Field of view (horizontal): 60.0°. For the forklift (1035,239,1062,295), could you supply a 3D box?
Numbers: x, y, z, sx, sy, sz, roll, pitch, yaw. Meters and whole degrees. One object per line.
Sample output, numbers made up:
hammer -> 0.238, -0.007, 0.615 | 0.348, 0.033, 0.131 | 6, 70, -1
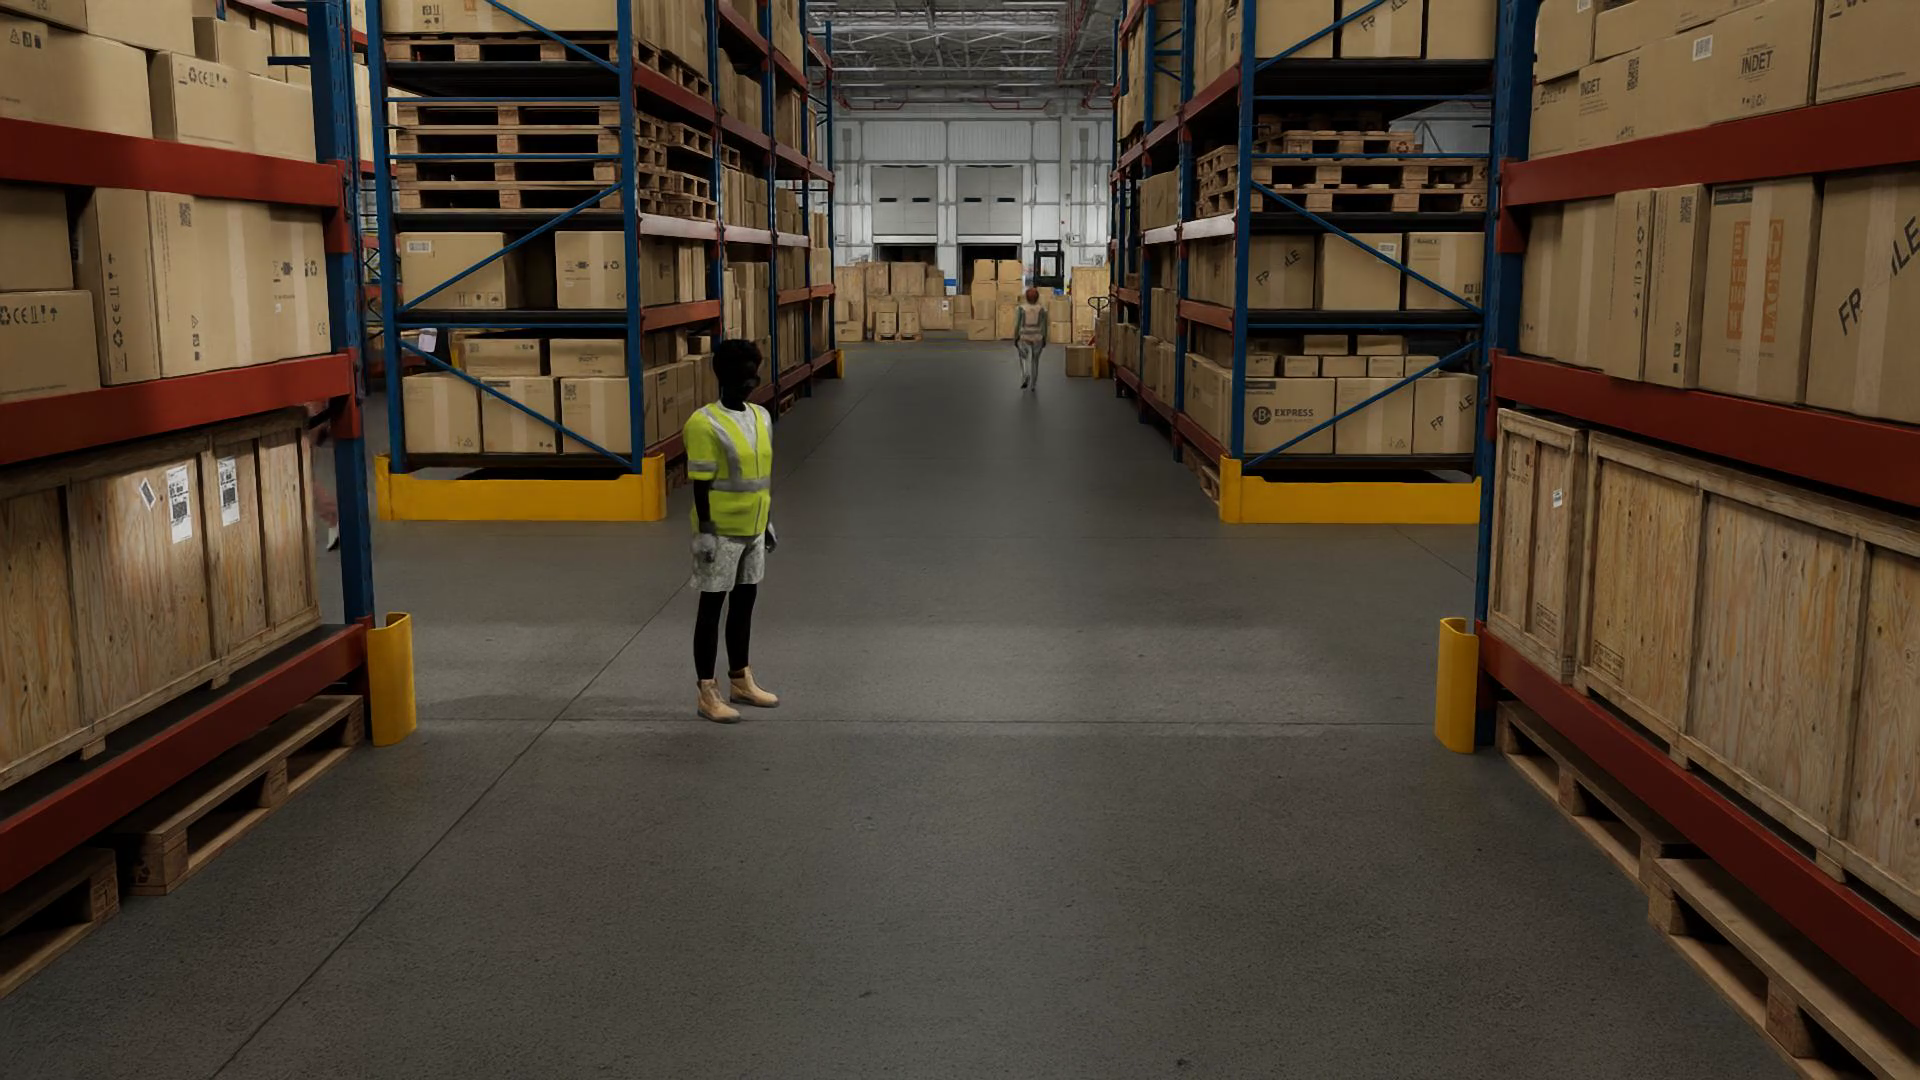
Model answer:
forklift -> 3.107, -9.193, 58.628 | 1.129, 2.768, 1.873 | 2, 10, 9

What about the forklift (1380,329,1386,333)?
forklift -> 6.502, -3.320, 23.452 | 1.129, 2.768, 1.873 | 0, 9, 1

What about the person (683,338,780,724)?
person -> -1.008, -0.049, 7.406 | 0.322, 1.692, 0.532 | 6, 11, 31

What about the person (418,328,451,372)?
person -> -6.170, -2.201, 19.615 | 0.392, 1.922, 0.588 | -7, 12, -37

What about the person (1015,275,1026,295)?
person -> 2.062, -8.580, 57.815 | 0.450, 1.920, 0.566 | 7, 12, 34

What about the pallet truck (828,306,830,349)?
pallet truck -> -3.100, -3.940, 29.800 | 1.885, 1.965, 0.823 | 3, 10, 19

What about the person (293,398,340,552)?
person -> -4.478, -0.780, 11.209 | 0.475, 1.893, 0.651 | 1, 10, 6

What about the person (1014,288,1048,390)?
person -> 1.130, -3.198, 26.493 | 0.539, 1.614, 0.605 | 0, 9, -1
